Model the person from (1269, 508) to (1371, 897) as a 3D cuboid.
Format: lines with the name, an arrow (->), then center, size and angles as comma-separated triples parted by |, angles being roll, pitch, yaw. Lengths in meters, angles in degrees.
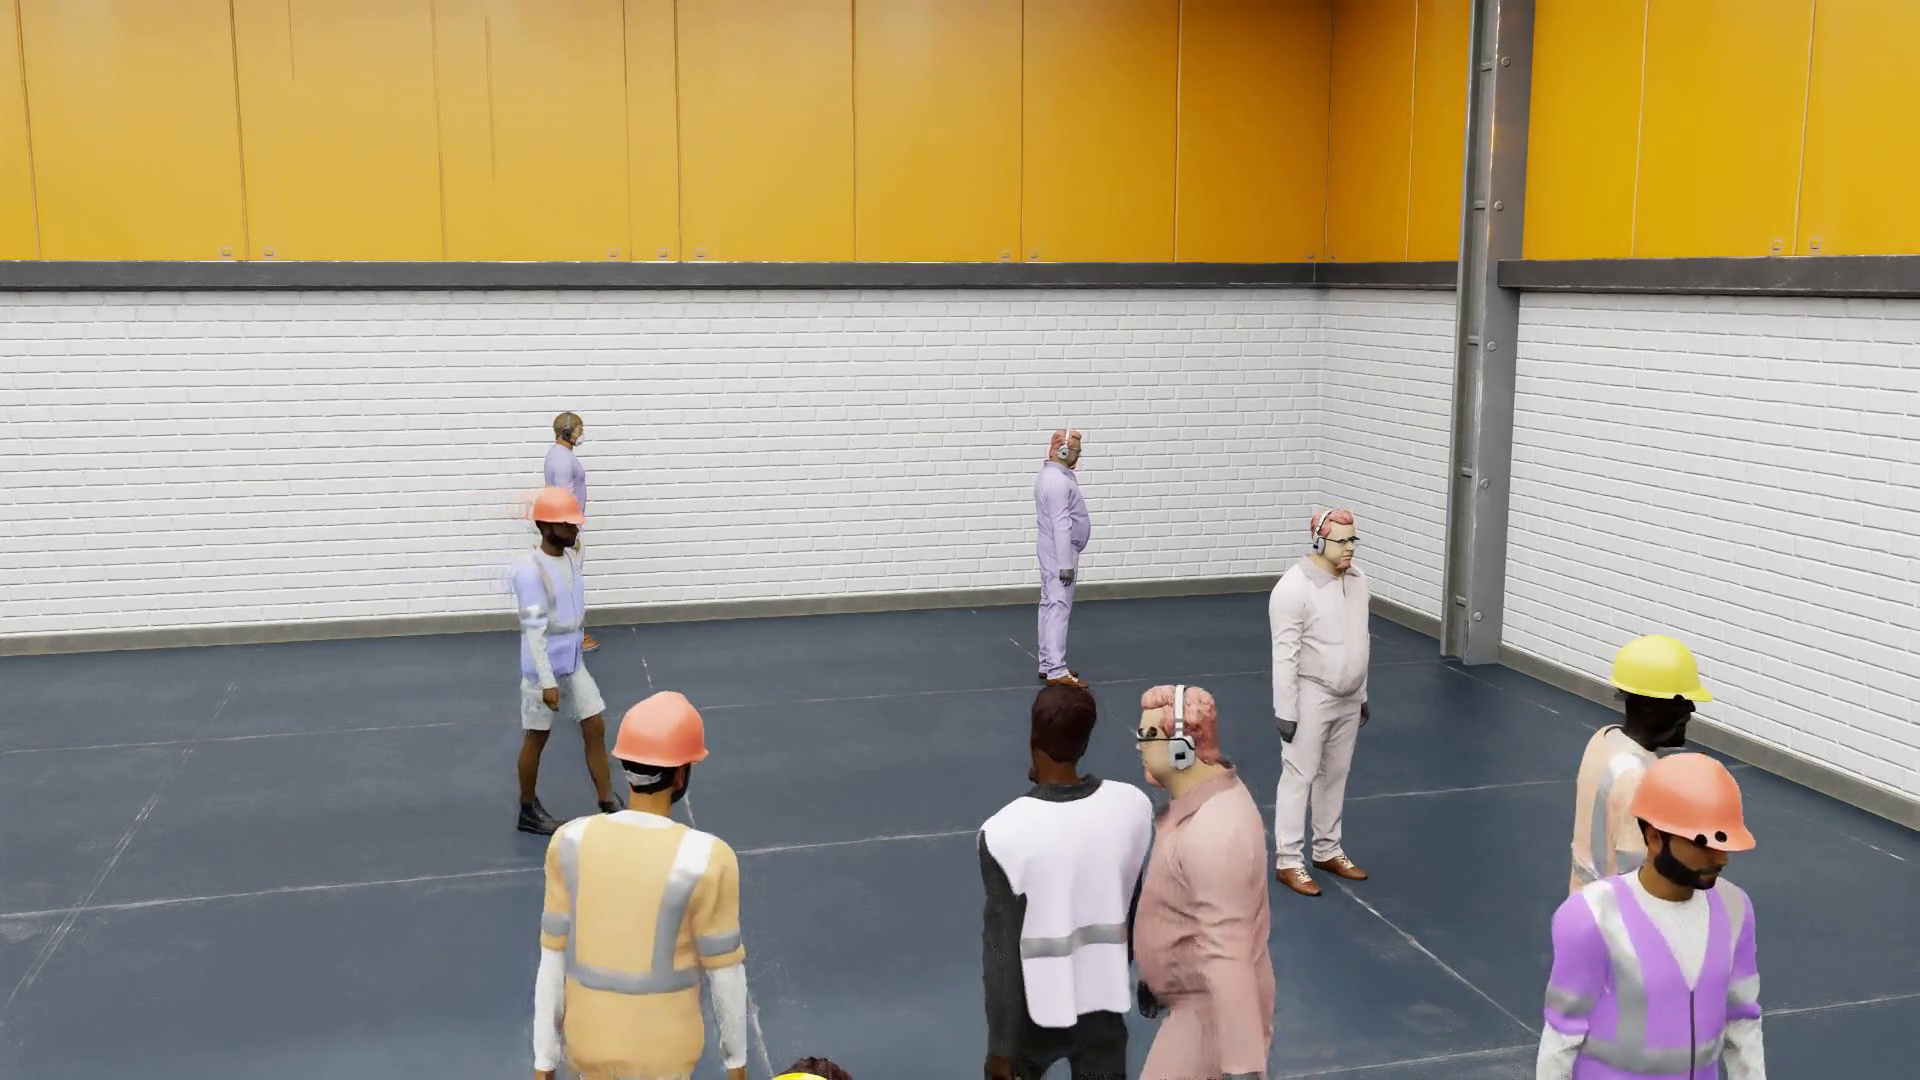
person -> 1.797, 0.785, 8.172 | 0.644, 1.903, 0.401 | -7, 12, -39

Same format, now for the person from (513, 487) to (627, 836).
person -> -2.040, 0.674, 8.814 | 0.879, 1.904, 0.568 | 4, 10, 22

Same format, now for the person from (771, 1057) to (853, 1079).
person -> -0.235, 1.702, 2.546 | 0.534, 1.864, 0.310 | 2, 9, 11

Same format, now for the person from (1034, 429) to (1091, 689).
person -> 0.755, 0.132, 12.235 | 0.407, 1.902, 0.638 | -1, 9, -6

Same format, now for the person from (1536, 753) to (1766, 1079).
person -> 1.741, 1.433, 4.184 | 0.559, 1.880, 1.053 | -3, 10, -20

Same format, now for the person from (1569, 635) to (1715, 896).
person -> 2.115, 1.239, 5.241 | 0.375, 1.925, 0.595 | 2, 9, 11

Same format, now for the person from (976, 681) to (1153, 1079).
person -> 0.330, 1.351, 4.819 | 0.591, 1.853, 0.955 | -5, 10, -29

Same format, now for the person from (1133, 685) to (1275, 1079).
person -> 0.620, 1.342, 4.775 | 0.821, 1.871, 0.712 | 1, 9, 9

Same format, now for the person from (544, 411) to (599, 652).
person -> -3.149, -0.073, 13.398 | 0.372, 1.939, 0.631 | -3, 10, -19

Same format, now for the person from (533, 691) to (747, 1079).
person -> -0.842, 1.358, 4.610 | 0.554, 1.885, 0.943 | 3, 10, 17
